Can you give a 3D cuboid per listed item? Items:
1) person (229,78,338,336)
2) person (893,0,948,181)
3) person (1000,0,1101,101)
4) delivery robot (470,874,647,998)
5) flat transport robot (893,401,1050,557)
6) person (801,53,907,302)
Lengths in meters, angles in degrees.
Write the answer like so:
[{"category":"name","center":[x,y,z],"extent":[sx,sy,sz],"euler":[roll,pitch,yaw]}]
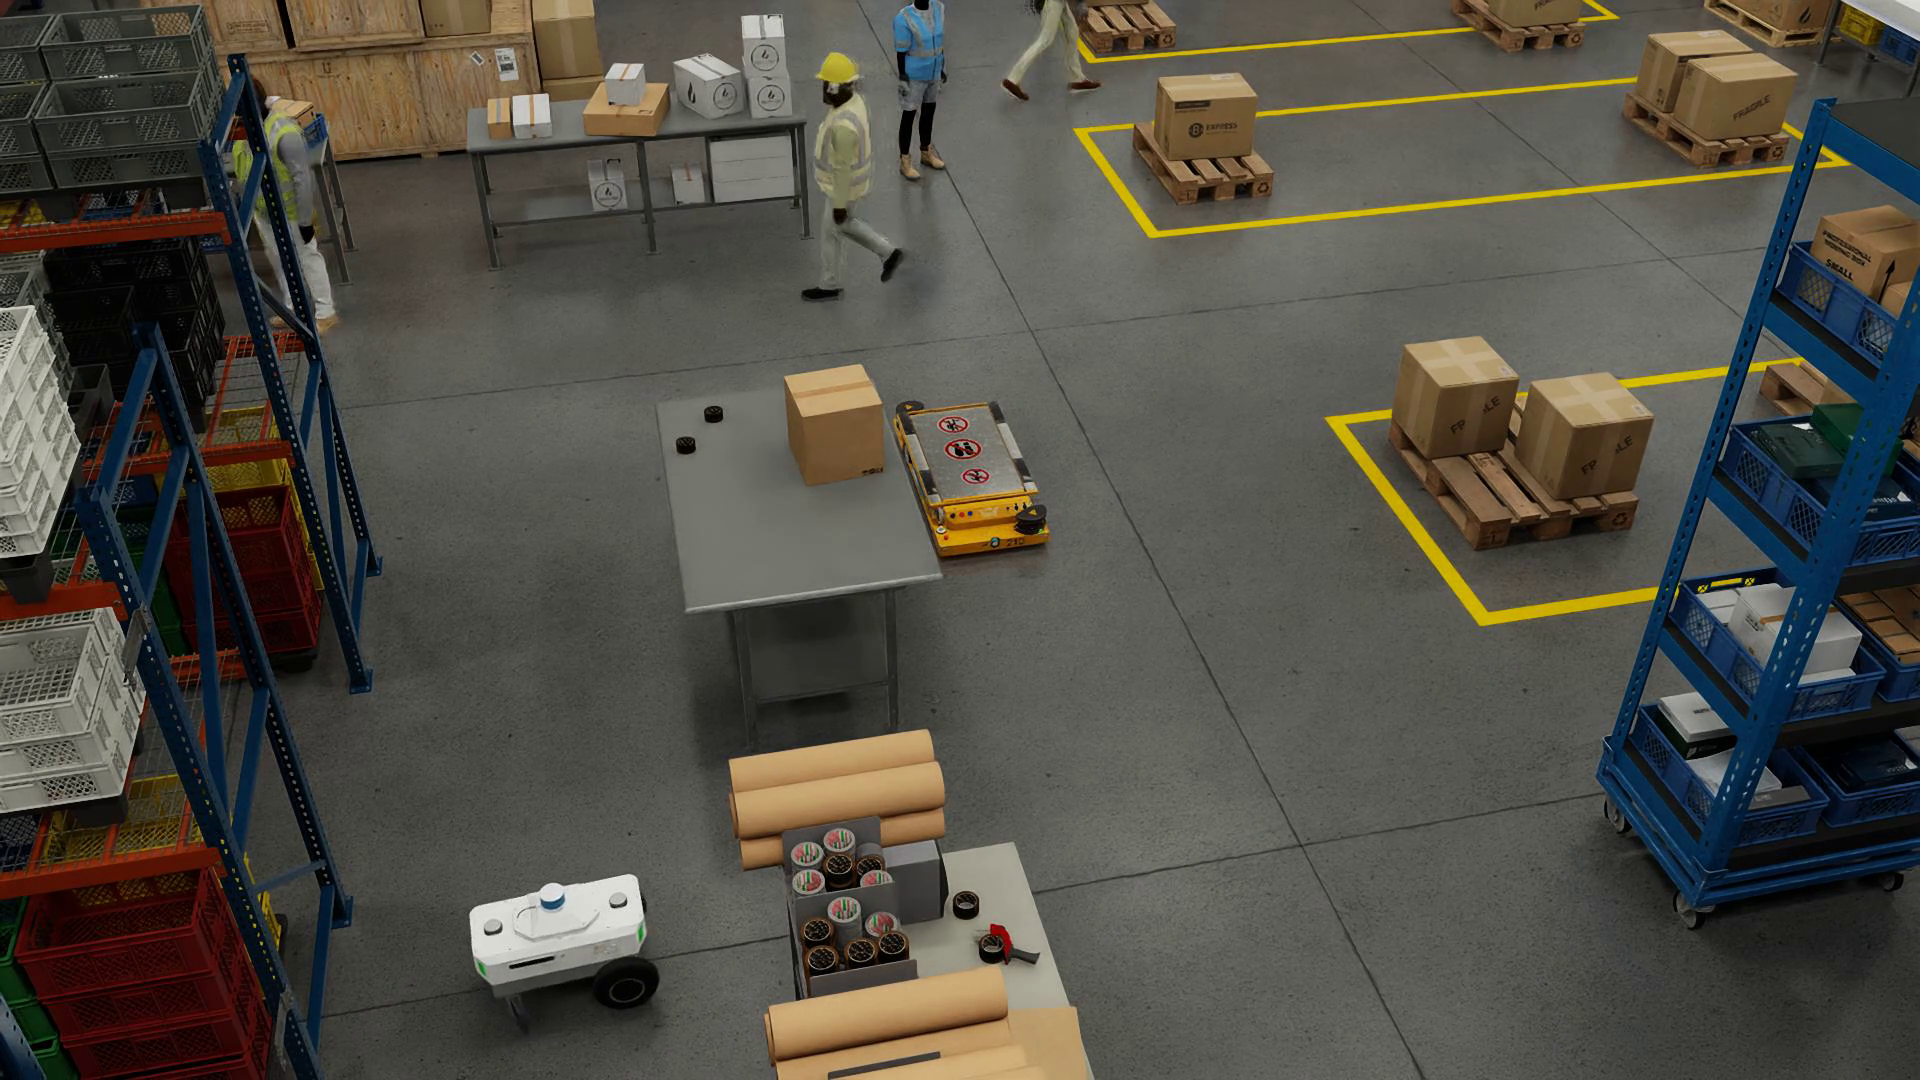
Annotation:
[{"category":"person","center":[-4.605,-2.240,11.254],"extent":[0.638,1.836,0.432],"euler":[21,41,26]},{"category":"person","center":[-0.307,-3.762,13.397],"extent":[0.317,1.698,0.540],"euler":[30,46,34]},{"category":"person","center":[0.814,-4.813,14.712],"extent":[0.957,1.822,0.538],"euler":[-9,37,-11]},{"category":"delivery robot","center":[-1.689,1.646,7.007],"extent":[0.707,0.478,0.477],"euler":[-10,38,-13]},{"category":"flat transport robot","center":[0.046,-0.430,10.108],"extent":[0.652,0.197,1.431],"euler":[-8,37,-10]},{"category":"person","center":[-0.782,-2.509,11.627],"extent":[0.697,1.803,0.609],"euler":[-1,37,-1]}]
